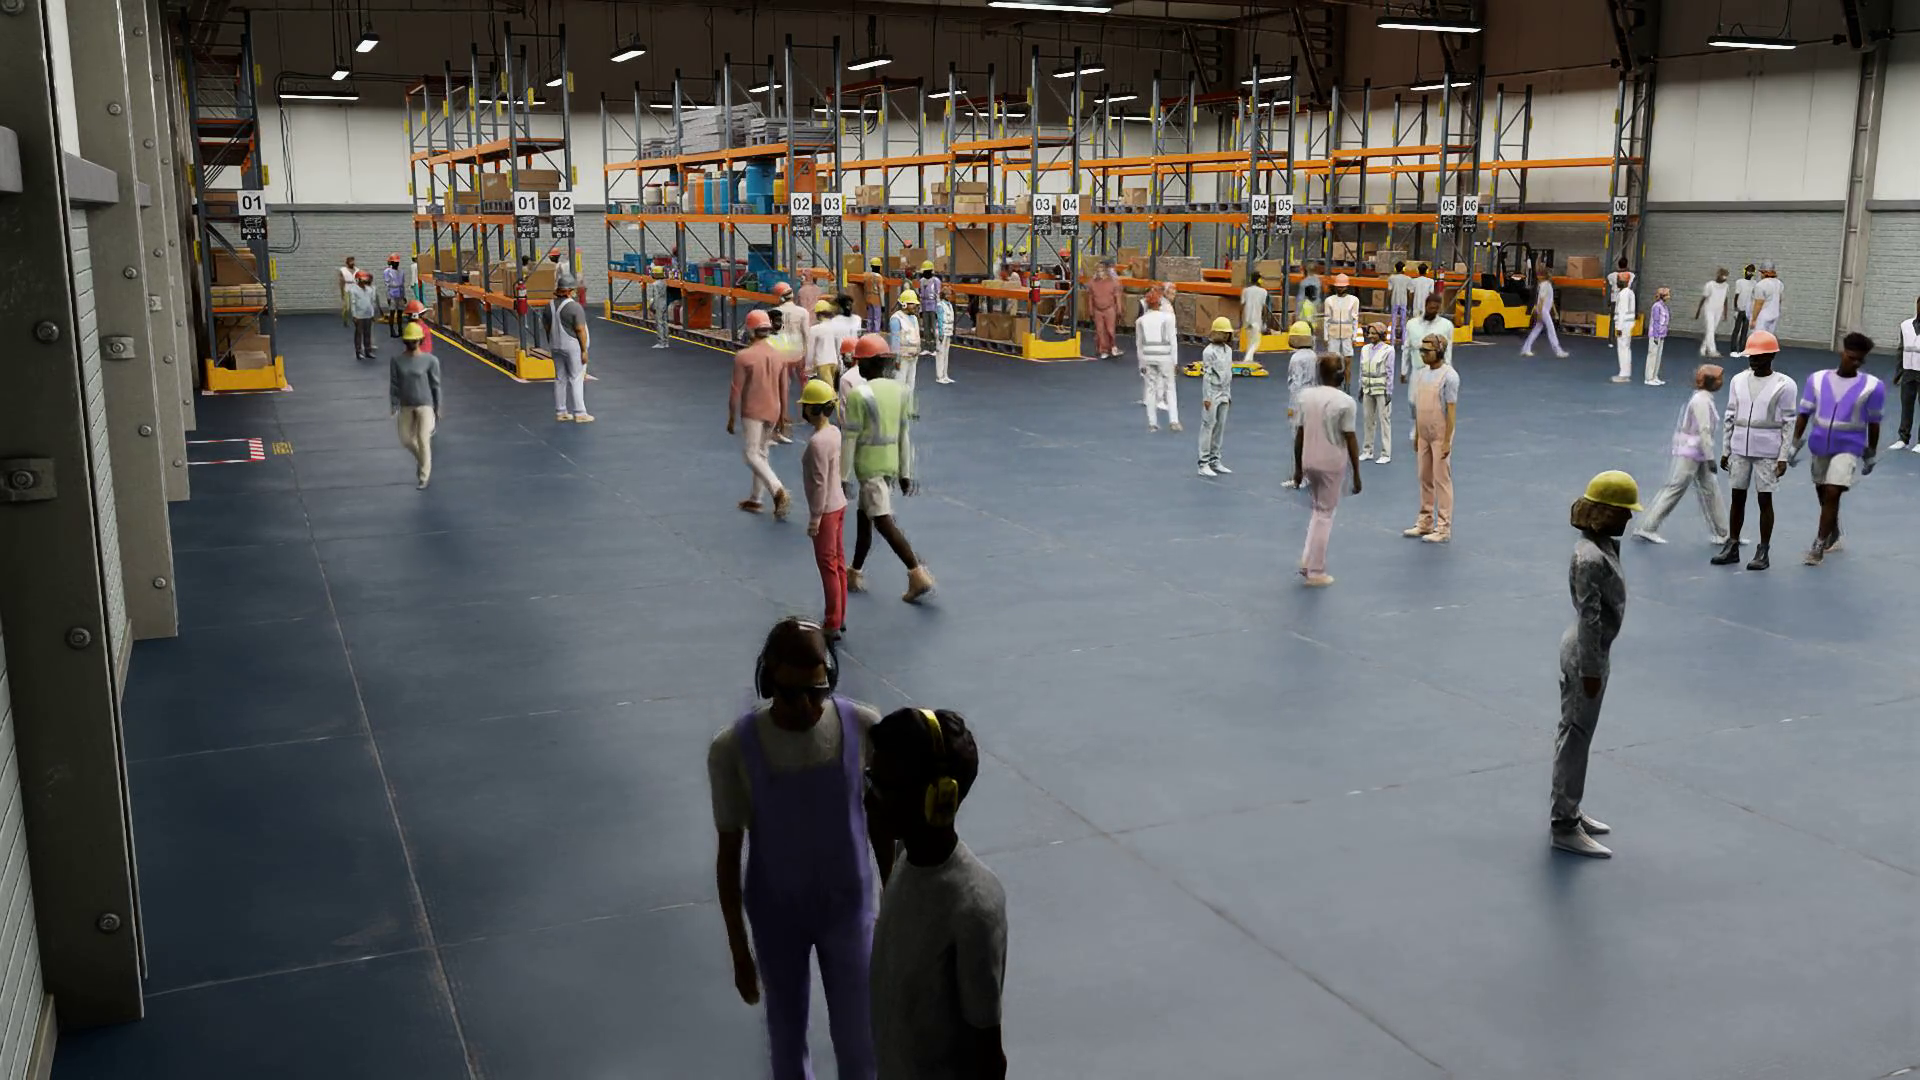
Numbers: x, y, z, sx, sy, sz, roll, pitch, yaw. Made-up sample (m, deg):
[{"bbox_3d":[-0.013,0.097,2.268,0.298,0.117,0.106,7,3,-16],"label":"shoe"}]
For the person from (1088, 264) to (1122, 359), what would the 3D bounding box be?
[{"bbox_3d":[2.847,-4.519,32.902,0.685,1.880,0.436,4,12,19],"label":"person"}]

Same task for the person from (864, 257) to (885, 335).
[{"bbox_3d":[-1.812,-5.082,35.649,0.370,1.927,0.588,-10,15,-42],"label":"person"}]

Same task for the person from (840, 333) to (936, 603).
[{"bbox_3d":[-0.585,-0.538,12.395,1.050,2.003,0.615,8,13,34],"label":"person"}]

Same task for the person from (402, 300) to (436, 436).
[{"bbox_3d":[-7.026,-2.232,21.603,0.339,1.749,0.573,-2,11,-10],"label":"person"}]

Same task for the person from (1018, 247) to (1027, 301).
[{"bbox_3d":[2.047,-8.674,54.316,0.309,1.769,0.524,-2,11,-12],"label":"person"}]

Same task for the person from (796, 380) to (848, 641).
[{"bbox_3d":[-0.934,-0.198,11.238,0.322,1.769,0.523,2,11,9],"label":"person"}]

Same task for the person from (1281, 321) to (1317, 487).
[{"bbox_3d":[3.581,-1.430,17.557,0.322,1.742,0.493,8,14,35],"label":"person"}]

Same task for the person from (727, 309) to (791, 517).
[{"bbox_3d":[-1.865,-1.195,15.774,0.835,1.973,0.614,10,15,41],"label":"person"}]

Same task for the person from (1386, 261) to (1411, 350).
[{"bbox_3d":[9.258,-4.940,35.091,0.520,1.865,0.327,2,11,12],"label":"person"}]

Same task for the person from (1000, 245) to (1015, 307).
[{"bbox_3d":[1.452,-7.880,49.899,0.533,1.916,0.601,2,11,8],"label":"person"}]

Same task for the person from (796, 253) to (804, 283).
[{"bbox_3d":[-5.033,-8.199,52.221,0.314,1.640,0.516,-2,11,-11],"label":"person"}]

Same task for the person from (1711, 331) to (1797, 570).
[{"bbox_3d":[6.425,-0.722,13.462,0.369,1.935,0.552,-9,14,-37],"label":"person"}]

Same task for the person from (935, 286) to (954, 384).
[{"bbox_3d":[-0.261,-3.477,28.226,0.315,1.638,0.515,4,12,18],"label":"person"}]

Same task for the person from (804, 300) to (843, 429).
[{"bbox_3d":[-1.793,-2.348,22.280,0.896,1.723,0.526,9,14,39],"label":"person"}]

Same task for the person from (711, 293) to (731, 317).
[{"bbox_3d":[-6.699,-6.994,46.180,0.740,1.600,0.516,8,14,36],"label":"person"}]

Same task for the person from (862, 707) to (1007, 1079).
[{"bbox_3d":[-0.076,1.259,3.571,0.328,1.872,0.514,-5,12,-23],"label":"person"}]

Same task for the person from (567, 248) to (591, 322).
[{"bbox_3d":[-10.097,-6.710,43.830,0.663,1.961,0.651,5,12,24],"label":"person"}]

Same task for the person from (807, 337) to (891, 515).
[{"bbox_3d":[-1.024,-1.086,15.905,0.912,1.698,0.587,7,13,31],"label":"person"}]

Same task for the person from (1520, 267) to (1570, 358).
[{"bbox_3d":[11.718,-4.544,33.260,0.966,1.798,0.510,5,12,23],"label":"person"}]

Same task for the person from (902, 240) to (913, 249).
[{"bbox_3d":[-1.629,-8.318,51.797,0.373,2.043,0.615,5,12,23],"label":"person"}]

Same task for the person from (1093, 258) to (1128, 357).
[{"bbox_3d":[2.998,-4.728,33.561,0.684,2.000,1.015,-8,14,-37],"label":"person"}]

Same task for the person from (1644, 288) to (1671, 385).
[{"bbox_3d":[11.725,-3.414,27.938,0.312,1.633,0.518,8,14,36],"label":"person"}]

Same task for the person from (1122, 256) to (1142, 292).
[{"bbox_3d":[4.435,-6.516,43.393,0.597,1.737,0.532,5,12,25],"label":"person"}]

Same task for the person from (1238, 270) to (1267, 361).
[{"bbox_3d":[5.284,-3.955,30.132,0.528,1.842,0.703,9,14,39],"label":"person"}]

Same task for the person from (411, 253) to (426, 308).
[{"bbox_3d":[-15.463,-7.312,47.390,0.314,1.769,0.524,3,12,17],"label":"person"}]

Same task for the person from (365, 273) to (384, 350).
[{"bbox_3d":[-12.382,-4.816,35.082,0.623,1.615,0.590,5,12,22],"label":"person"}]

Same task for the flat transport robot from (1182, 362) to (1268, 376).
[{"bbox_3d":[4.705,-3.051,29.549,1.431,0.197,0.652,0,11,-1],"label":"flat transport robot"}]

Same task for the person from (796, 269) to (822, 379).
[{"bbox_3d":[-2.676,-3.775,29.058,0.402,1.906,0.652,5,12,24],"label":"person"}]

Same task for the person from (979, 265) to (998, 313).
[{"bbox_3d":[0.539,-6.160,41.260,0.679,1.863,0.933,-8,14,-36],"label":"person"}]

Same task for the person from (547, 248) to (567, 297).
[{"bbox_3d":[-9.699,-5.995,39.989,0.609,2.044,0.394,9,15,40],"label":"person"}]

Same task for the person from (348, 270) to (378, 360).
[{"bbox_3d":[-11.797,-4.450,32.878,0.326,1.752,0.563,6,12,26],"label":"person"}]

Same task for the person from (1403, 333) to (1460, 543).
[{"bbox_3d":[4.160,-0.898,14.621,0.345,1.840,0.503,-4,12,-21],"label":"person"}]

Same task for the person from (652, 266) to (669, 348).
[{"bbox_3d":[-6.453,-4.992,35.659,0.295,1.743,0.493,4,12,18],"label":"person"}]

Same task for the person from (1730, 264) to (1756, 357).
[{"bbox_3d":[15.721,-4.589,33.306,0.520,1.865,0.327,-4,12,-18],"label":"person"}]

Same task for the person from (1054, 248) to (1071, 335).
[{"bbox_3d":[2.460,-5.906,39.537,0.390,2.045,0.607,6,12,26],"label":"person"}]
